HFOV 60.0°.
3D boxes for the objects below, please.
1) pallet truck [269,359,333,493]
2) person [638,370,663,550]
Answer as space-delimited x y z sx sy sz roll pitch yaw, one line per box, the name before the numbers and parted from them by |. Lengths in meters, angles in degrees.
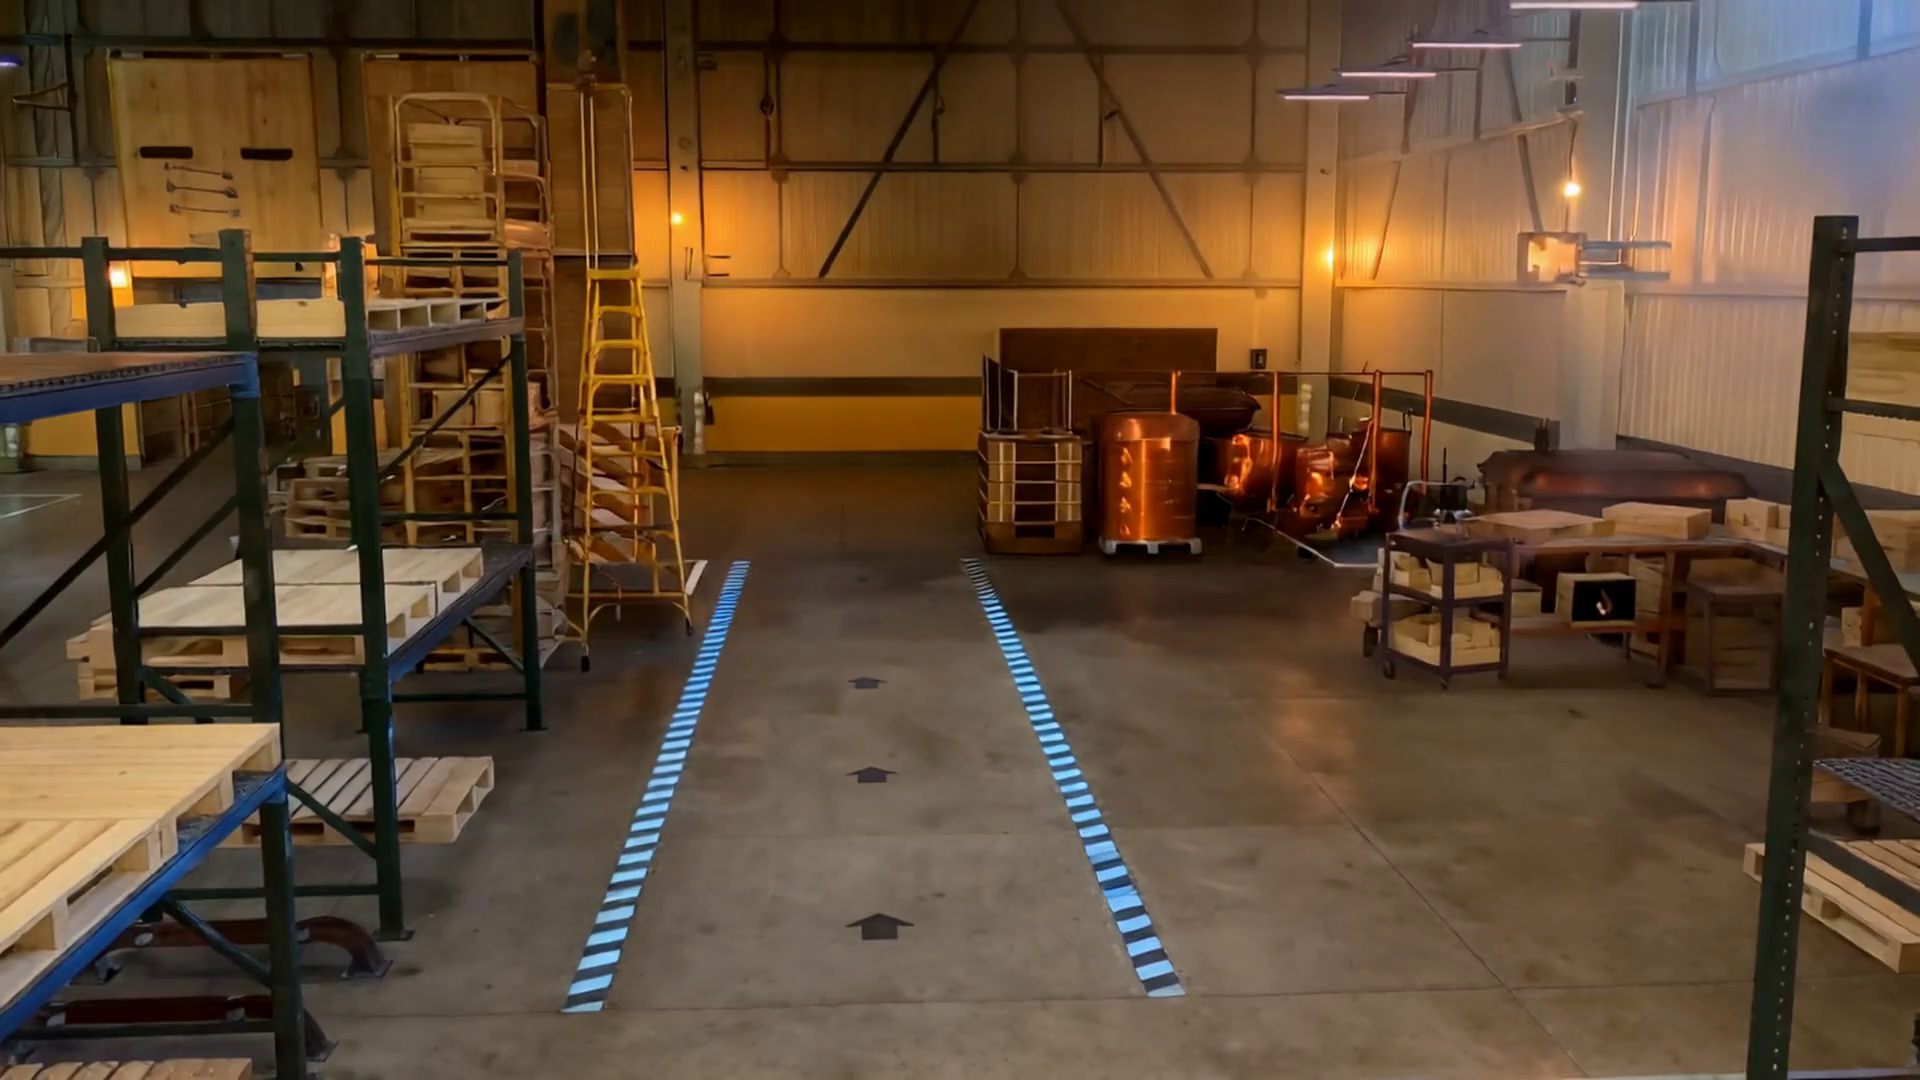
pallet truck | -7.062 -1.131 18.996 1.885 1.965 0.823 2 9 13
person | -3.431 -0.858 17.521 0.581 1.915 0.684 -9 13 -44
